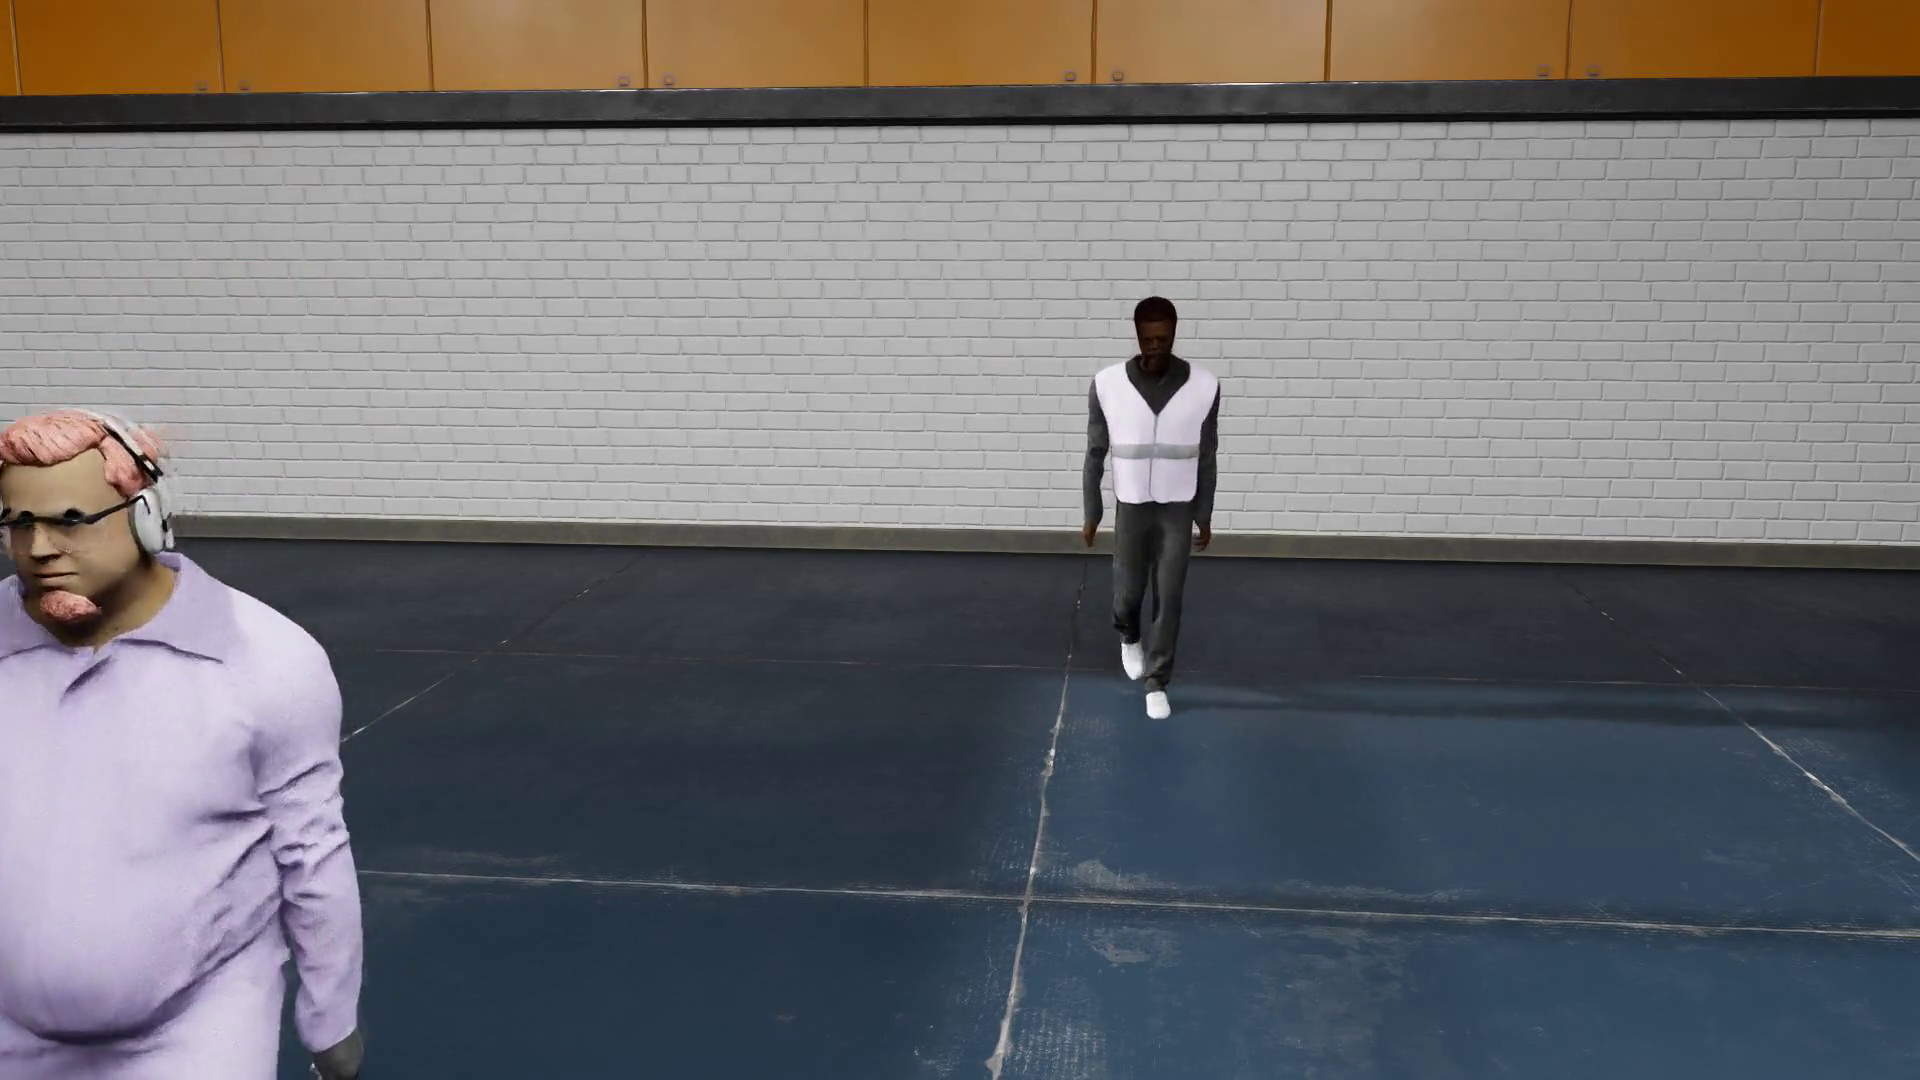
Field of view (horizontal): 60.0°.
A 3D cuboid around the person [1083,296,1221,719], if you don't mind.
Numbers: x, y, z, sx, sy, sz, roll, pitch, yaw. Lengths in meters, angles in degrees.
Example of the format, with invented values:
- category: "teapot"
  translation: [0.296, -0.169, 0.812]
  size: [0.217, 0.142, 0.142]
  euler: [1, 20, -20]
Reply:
- category: "person"
  translation: [0.861, -0.167, 7.546]
  size: [0.602, 1.887, 0.637]
  euler: [1, 10, 3]

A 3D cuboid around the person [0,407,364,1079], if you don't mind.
- category: "person"
  translation: [-1.264, 0.705, 2.614]
  size: [0.647, 1.868, 0.905]
  euler: [-1, 10, -4]
